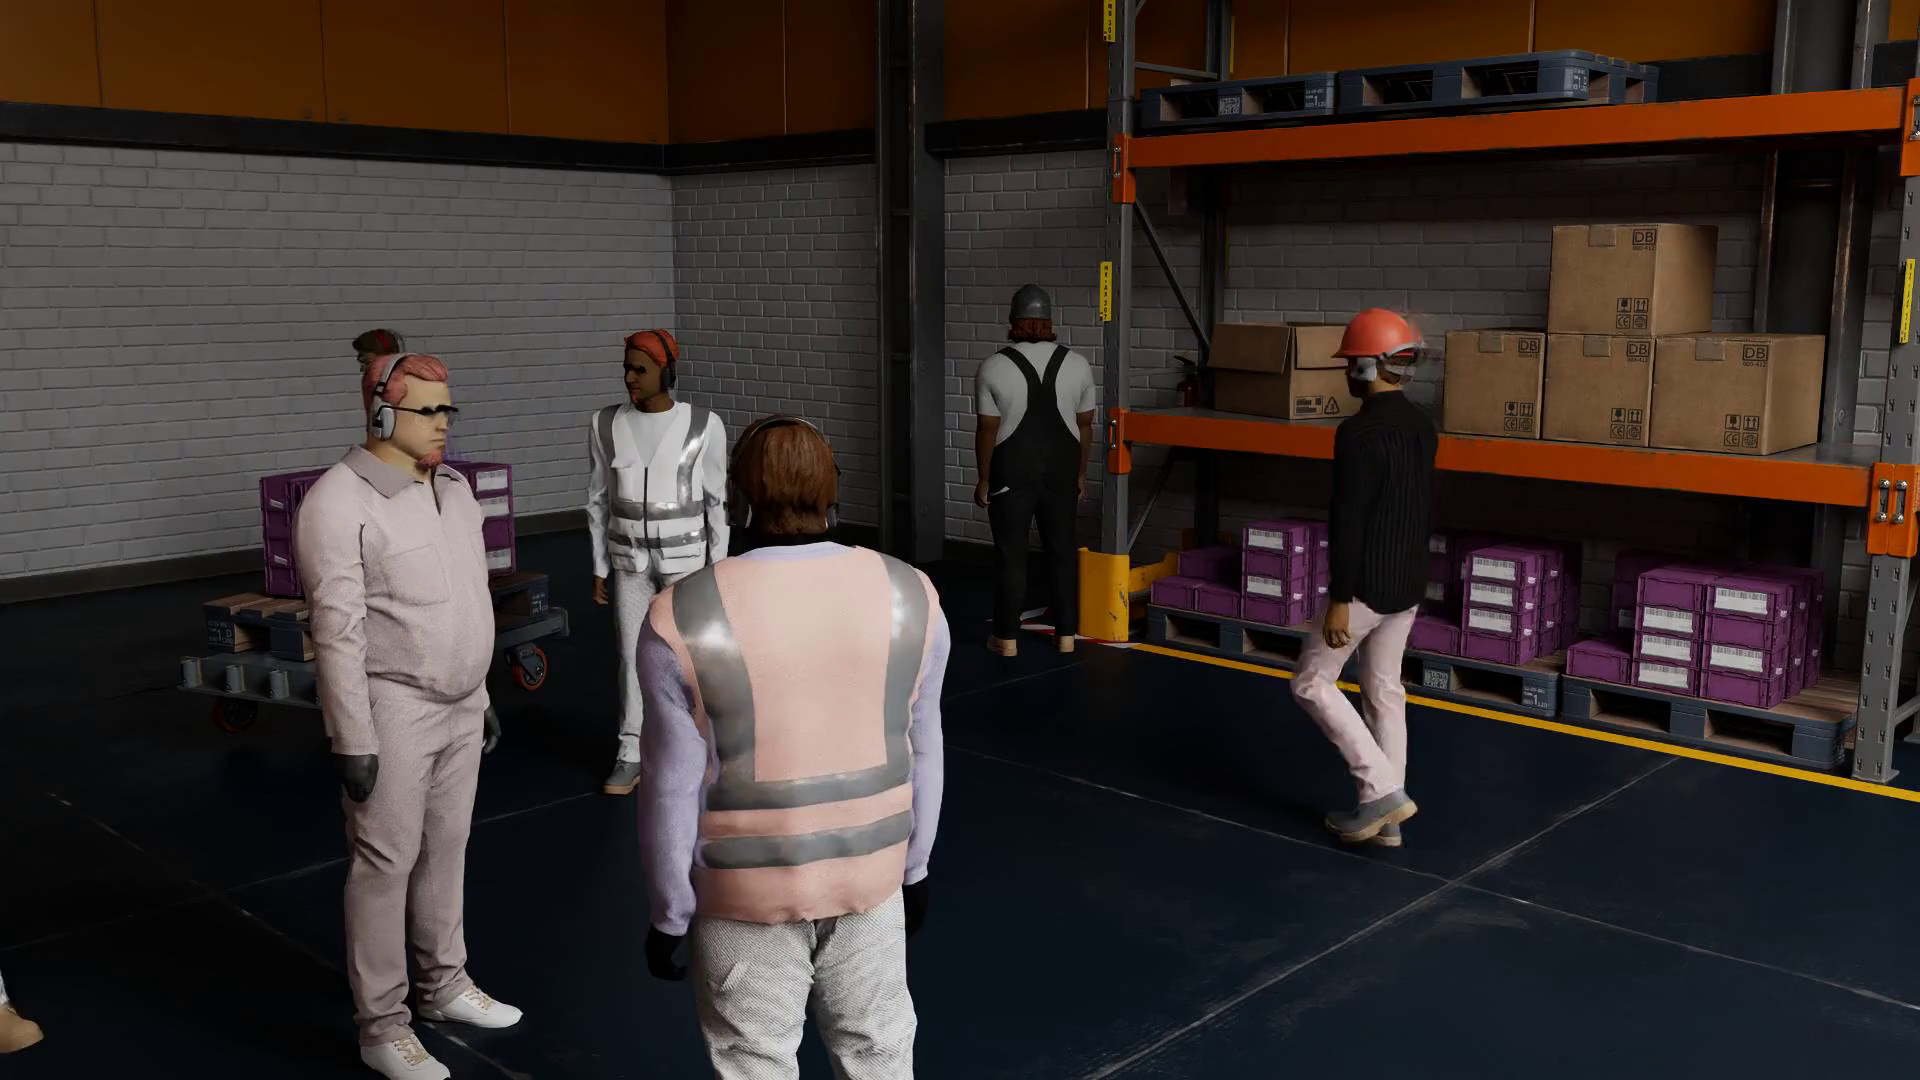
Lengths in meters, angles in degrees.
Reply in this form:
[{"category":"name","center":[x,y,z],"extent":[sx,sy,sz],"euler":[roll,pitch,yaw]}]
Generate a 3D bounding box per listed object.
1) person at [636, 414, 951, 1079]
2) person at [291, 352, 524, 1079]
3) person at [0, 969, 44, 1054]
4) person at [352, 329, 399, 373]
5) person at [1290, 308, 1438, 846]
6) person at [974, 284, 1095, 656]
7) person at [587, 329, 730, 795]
[{"category":"person","center":[-0.331,0.676,3.280],"extent":[0.624,1.845,0.430],"euler":[-4,10,-24]},{"category":"person","center":[-1.433,0.459,4.421],"extent":[0.410,1.906,0.642],"euler":[3,10,16]},{"category":"person","center":[-2.965,0.493,4.470],"extent":[0.863,1.815,0.628],"euler":[3,10,18]},{"category":"person","center":[-3.052,-0.246,9.060],"extent":[0.554,1.799,0.622],"euler":[-3,10,-20]},{"category":"person","center":[1.484,0.157,6.040],"extent":[0.440,1.976,0.649],"euler":[8,13,42]},{"category":"person","center":[0.378,-0.385,9.173],"extent":[0.673,2.000,0.535],"euler":[-2,10,-14]},{"category":"person","center":[-1.210,0.101,6.680],"extent":[0.576,1.881,0.354],"euler":[1,9,7]}]
